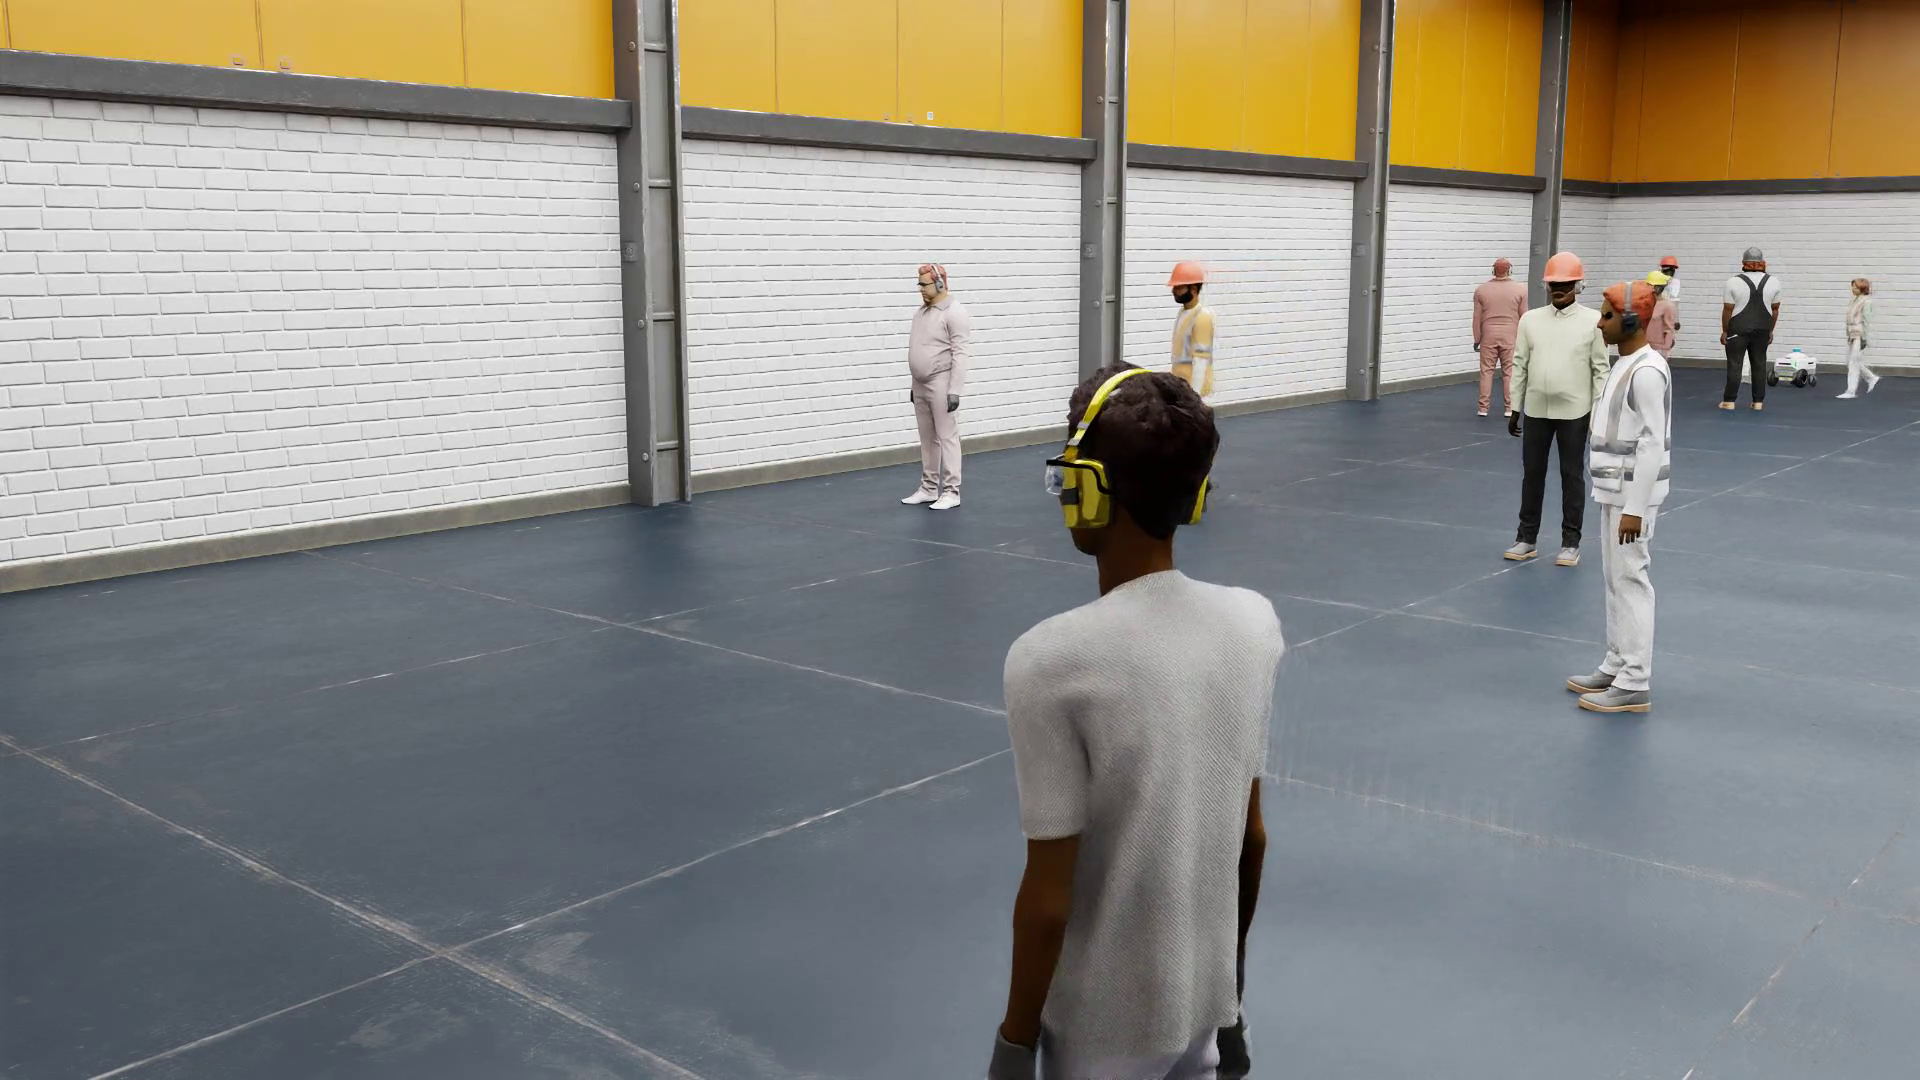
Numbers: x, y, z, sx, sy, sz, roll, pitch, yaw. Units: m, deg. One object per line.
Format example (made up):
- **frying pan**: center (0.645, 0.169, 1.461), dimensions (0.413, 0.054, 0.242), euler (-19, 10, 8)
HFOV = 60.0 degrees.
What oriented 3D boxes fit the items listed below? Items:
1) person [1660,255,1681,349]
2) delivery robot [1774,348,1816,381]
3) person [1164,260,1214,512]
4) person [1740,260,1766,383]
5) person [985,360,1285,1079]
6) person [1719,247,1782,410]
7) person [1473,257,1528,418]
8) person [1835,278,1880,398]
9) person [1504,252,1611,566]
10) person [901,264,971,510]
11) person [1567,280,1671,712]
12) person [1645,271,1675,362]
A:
- **person**: center (10.726, -3.384, 25.412), dimensions (0.526, 1.911, 0.568), euler (-4, 11, -23)
- **delivery robot**: center (12.223, -2.563, 24.336), dimensions (0.707, 0.478, 0.477), euler (-9, 13, -40)
- **person**: center (1.713, -1.150, 12.632), dimensions (0.398, 1.925, 0.554), euler (-2, 10, -11)
- **person**: center (11.853, -3.291, 25.015), dimensions (0.350, 1.875, 0.635), euler (0, 10, -3)
- **person**: center (0.232, 0.682, 2.388), dimensions (0.533, 1.870, 0.324), euler (-9, 13, -41)
- **person**: center (9.880, -2.656, 20.902), dimensions (0.684, 2.000, 0.538), euler (1, 10, 5)
- **person**: center (6.464, -2.418, 19.918), dimensions (0.643, 1.913, 0.411), euler (4, 11, 21)
- **person**: center (12.150, -2.708, 22.385), dimensions (0.532, 1.627, 0.522), euler (1, 10, 4)
- **person**: center (3.816, -0.833, 10.659), dimensions (0.622, 1.992, 0.388), euler (8, 13, 38)
- **person**: center (-0.203, -1.189, 12.953), dimensions (0.407, 1.902, 0.639), euler (-7, 12, -34)
- **person**: center (2.913, -0.186, 7.284), dimensions (0.337, 1.882, 0.584), euler (2, 10, 12)
- **person**: center (7.824, -2.154, 18.833), dimensions (0.323, 1.767, 0.530), euler (-4, 11, -22)
